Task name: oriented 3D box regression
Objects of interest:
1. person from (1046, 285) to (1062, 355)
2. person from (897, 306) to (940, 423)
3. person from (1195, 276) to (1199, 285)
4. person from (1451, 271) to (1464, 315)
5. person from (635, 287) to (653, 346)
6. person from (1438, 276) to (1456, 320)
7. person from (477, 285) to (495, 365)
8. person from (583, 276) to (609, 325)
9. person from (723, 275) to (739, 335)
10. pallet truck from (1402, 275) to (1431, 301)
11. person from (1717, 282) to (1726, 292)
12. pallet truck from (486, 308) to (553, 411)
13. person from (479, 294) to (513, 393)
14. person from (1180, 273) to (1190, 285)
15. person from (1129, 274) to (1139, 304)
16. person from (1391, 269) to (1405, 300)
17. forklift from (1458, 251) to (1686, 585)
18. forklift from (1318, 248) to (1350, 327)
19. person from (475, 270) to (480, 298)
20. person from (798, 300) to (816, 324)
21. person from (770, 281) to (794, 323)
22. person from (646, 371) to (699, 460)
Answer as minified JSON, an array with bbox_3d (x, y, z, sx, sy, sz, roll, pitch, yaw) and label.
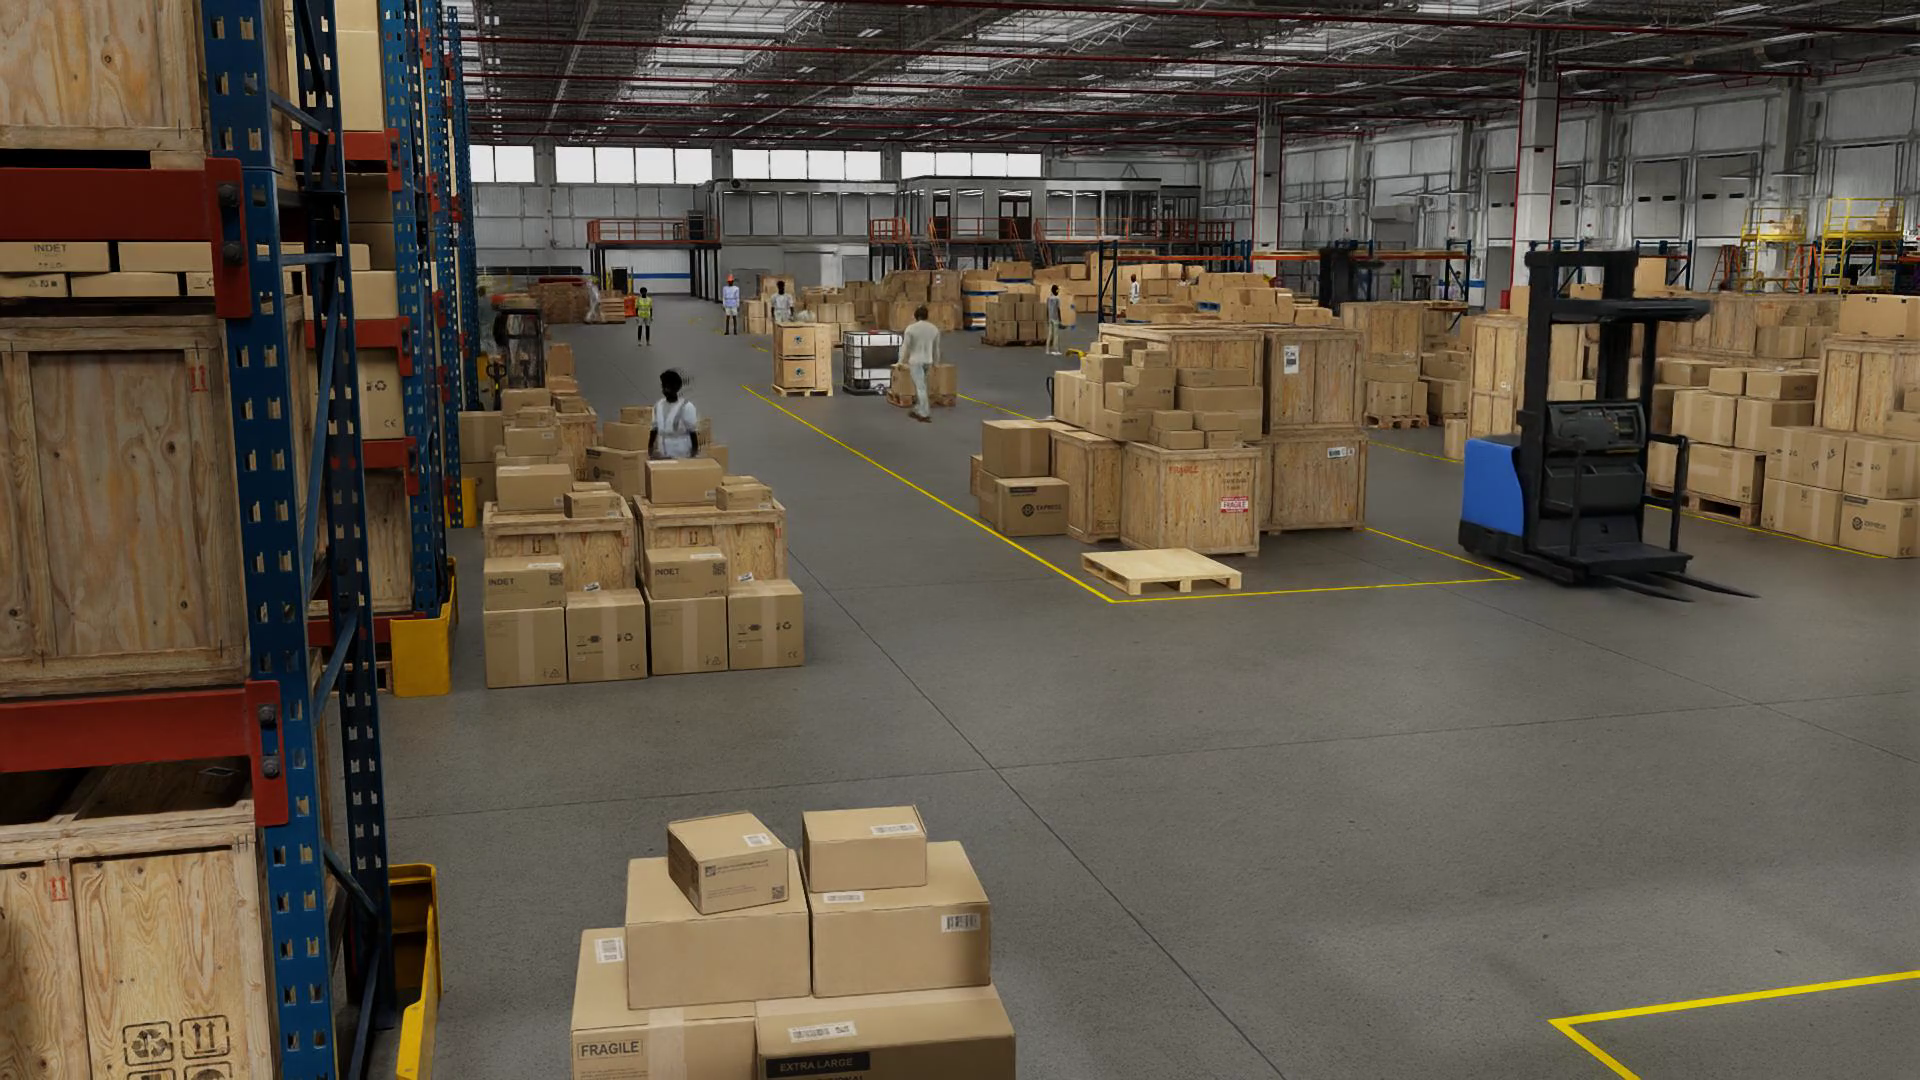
[{"bbox_3d":[2.499,-5.833,44.112,0.322,1.859,0.511,-9,14,-43],"label":"person"},{"bbox_3d":[-0.676,-2.894,27.367,0.638,1.900,0.885,-8,13,-37],"label":"person"},{"bbox_3d":[7.147,-6.850,49.338,0.537,2.000,0.717,4,11,24],"label":"person"},{"bbox_3d":[20.700,-10.261,69.233,0.551,1.826,0.948,2,10,11],"label":"person"},{"bbox_3d":[-9.139,-6.463,48.117,0.531,1.698,0.320,-5,11,-27],"label":"person"},{"bbox_3d":[15.834,-7.637,54.142,0.584,1.922,0.391,9,13,42],"label":"person"},{"bbox_3d":[-11.563,-5.215,40.378,0.429,1.928,0.640,5,11,25],"label":"person"},{"bbox_3d":[-13.321,-8.715,60.610,0.902,1.797,0.593,-1,10,-8],"label":"person"},{"bbox_3d":[-7.432,-7.619,53.985,0.542,1.939,0.359,0,10,-1],"label":"person"},{"bbox_3d":[14.620,-7.324,52.145,0.823,1.965,1.885,8,13,40],"label":"pallet truck"},{"bbox_3d":[20.744,-6.109,45.557,0.660,1.889,0.990,-3,10,-16],"label":"person"},{"bbox_3d":[-6.242,-2.418,24.362,0.823,1.965,1.885,1,10,3],"label":"pallet truck"},{"bbox_3d":[-8.913,-3.846,32.639,1.022,1.951,0.626,0,10,-2],"label":"person"},{"bbox_3d":[8.410,-9.066,62.367,0.354,1.876,0.574,-6,11,-29],"label":"person"},{"bbox_3d":[6.262,-8.630,59.857,0.356,1.887,0.573,4,11,21],"label":"person"},{"bbox_3d":[20.370,-11.711,77.429,0.634,1.841,0.429,5,11,24],"label":"person"},{"bbox_3d":[5.421,-1.160,14.741,1.129,2.768,1.873,-3,10,-15],"label":"forklift"},{"bbox_3d":[8.622,-5.381,38.643,1.873,2.768,1.129,-3,10,-15],"label":"forklift"},{"bbox_3d":[-23.542,-12.262,80.847,0.311,1.736,0.484,2,10,9],"label":"person"},{"bbox_3d":[-3.596,-4.784,38.814,0.520,1.621,0.613,-9,13,-41],"label":"person"},{"bbox_3d":[-4.901,-6.167,45.842,0.624,1.922,1.000,-1,10,-8],"label":"person"},{"bbox_3d":[-2.868,-0.874,16.618,0.545,1.644,0.918,7,12,33],"label":"person"}]
